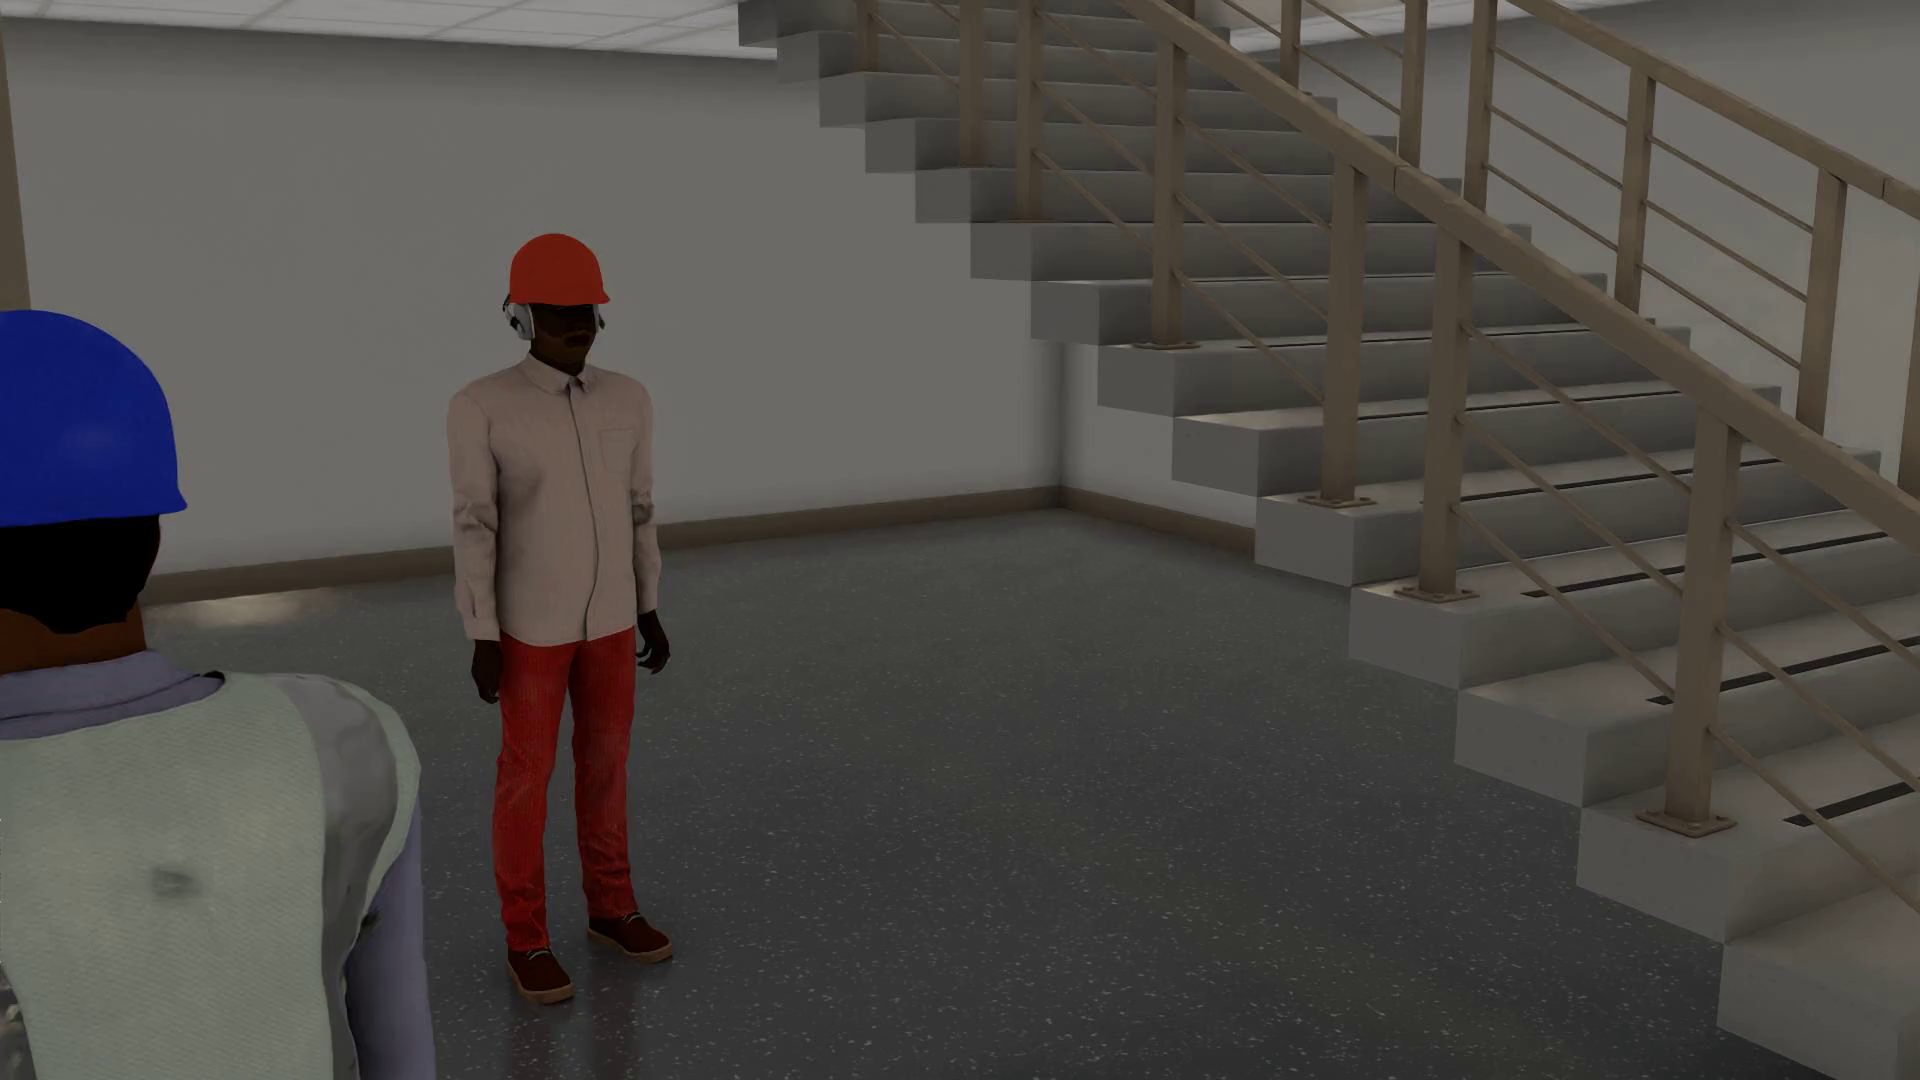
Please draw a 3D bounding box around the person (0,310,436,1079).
[{"bbox_3d":[-0.759,0.768,1.550,0.406,1.947,0.606,8,14,37],"label":"person"}]

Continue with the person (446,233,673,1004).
[{"bbox_3d":[-1.038,0.201,4.408,0.381,1.994,0.613,10,14,42],"label":"person"}]
